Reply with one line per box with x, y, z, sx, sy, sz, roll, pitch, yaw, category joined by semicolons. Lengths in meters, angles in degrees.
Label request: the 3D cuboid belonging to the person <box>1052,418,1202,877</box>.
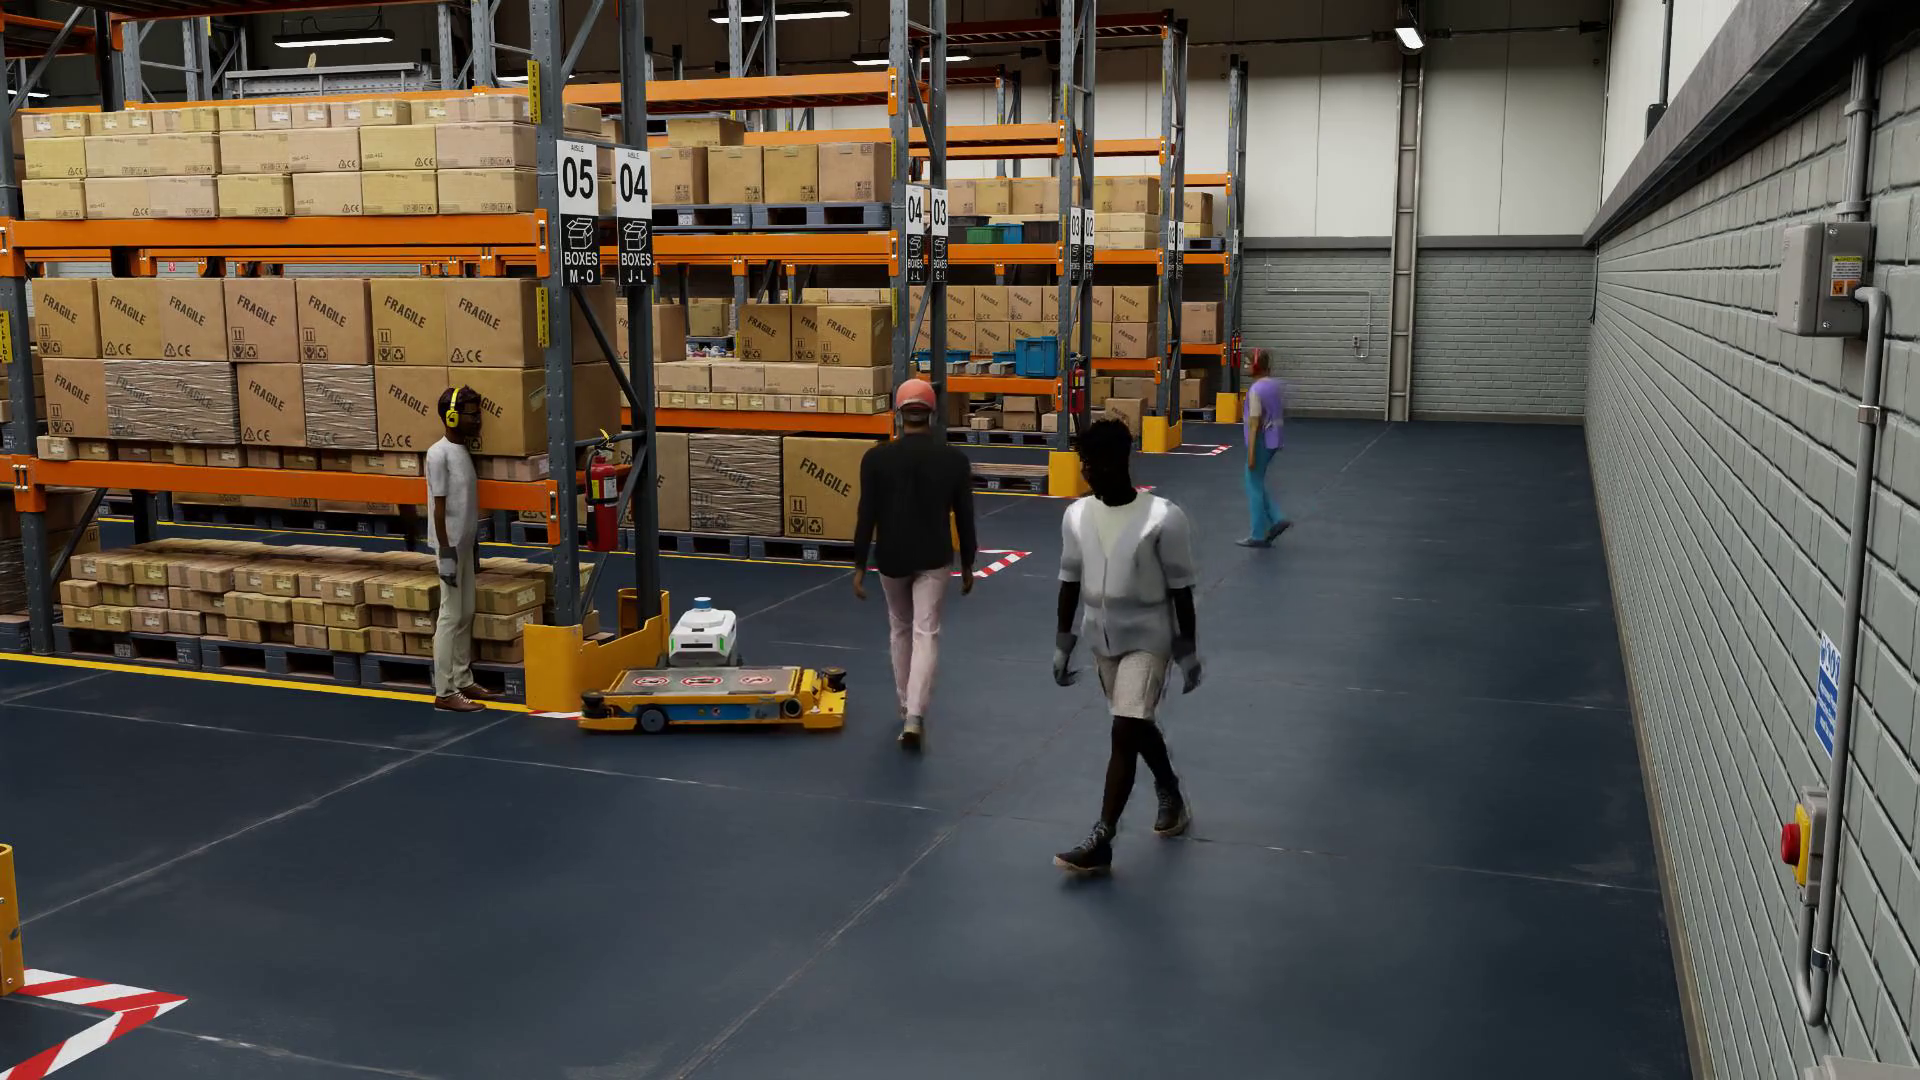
0.718;0.422;7.142;0.630;1.902;1.030;7;12;38;person

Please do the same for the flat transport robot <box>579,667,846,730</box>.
-1.363;0.880;9.334;1.431;0.197;0.652;0;9;-2;flat transport robot

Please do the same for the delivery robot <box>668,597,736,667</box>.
-1.541;0.587;9.989;0.477;0.478;0.707;0;9;-2;delivery robot

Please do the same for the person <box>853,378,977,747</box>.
-0.252;0.113;8.950;0.669;1.949;0.969;1;9;5;person

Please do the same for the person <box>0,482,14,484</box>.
-7.646;-0.447;13.304;0.663;1.667;0.536;4;10;22;person

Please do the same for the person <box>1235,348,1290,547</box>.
2.734;-0.835;15.178;0.438;1.828;0.604;4;10;26;person

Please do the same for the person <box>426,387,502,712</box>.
-2.870;0.056;9.546;0.333;1.860;0.510;0;9;3;person

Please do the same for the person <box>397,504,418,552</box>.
-4.442;-0.671;13.644;0.842;1.992;0.644;7;11;36;person
